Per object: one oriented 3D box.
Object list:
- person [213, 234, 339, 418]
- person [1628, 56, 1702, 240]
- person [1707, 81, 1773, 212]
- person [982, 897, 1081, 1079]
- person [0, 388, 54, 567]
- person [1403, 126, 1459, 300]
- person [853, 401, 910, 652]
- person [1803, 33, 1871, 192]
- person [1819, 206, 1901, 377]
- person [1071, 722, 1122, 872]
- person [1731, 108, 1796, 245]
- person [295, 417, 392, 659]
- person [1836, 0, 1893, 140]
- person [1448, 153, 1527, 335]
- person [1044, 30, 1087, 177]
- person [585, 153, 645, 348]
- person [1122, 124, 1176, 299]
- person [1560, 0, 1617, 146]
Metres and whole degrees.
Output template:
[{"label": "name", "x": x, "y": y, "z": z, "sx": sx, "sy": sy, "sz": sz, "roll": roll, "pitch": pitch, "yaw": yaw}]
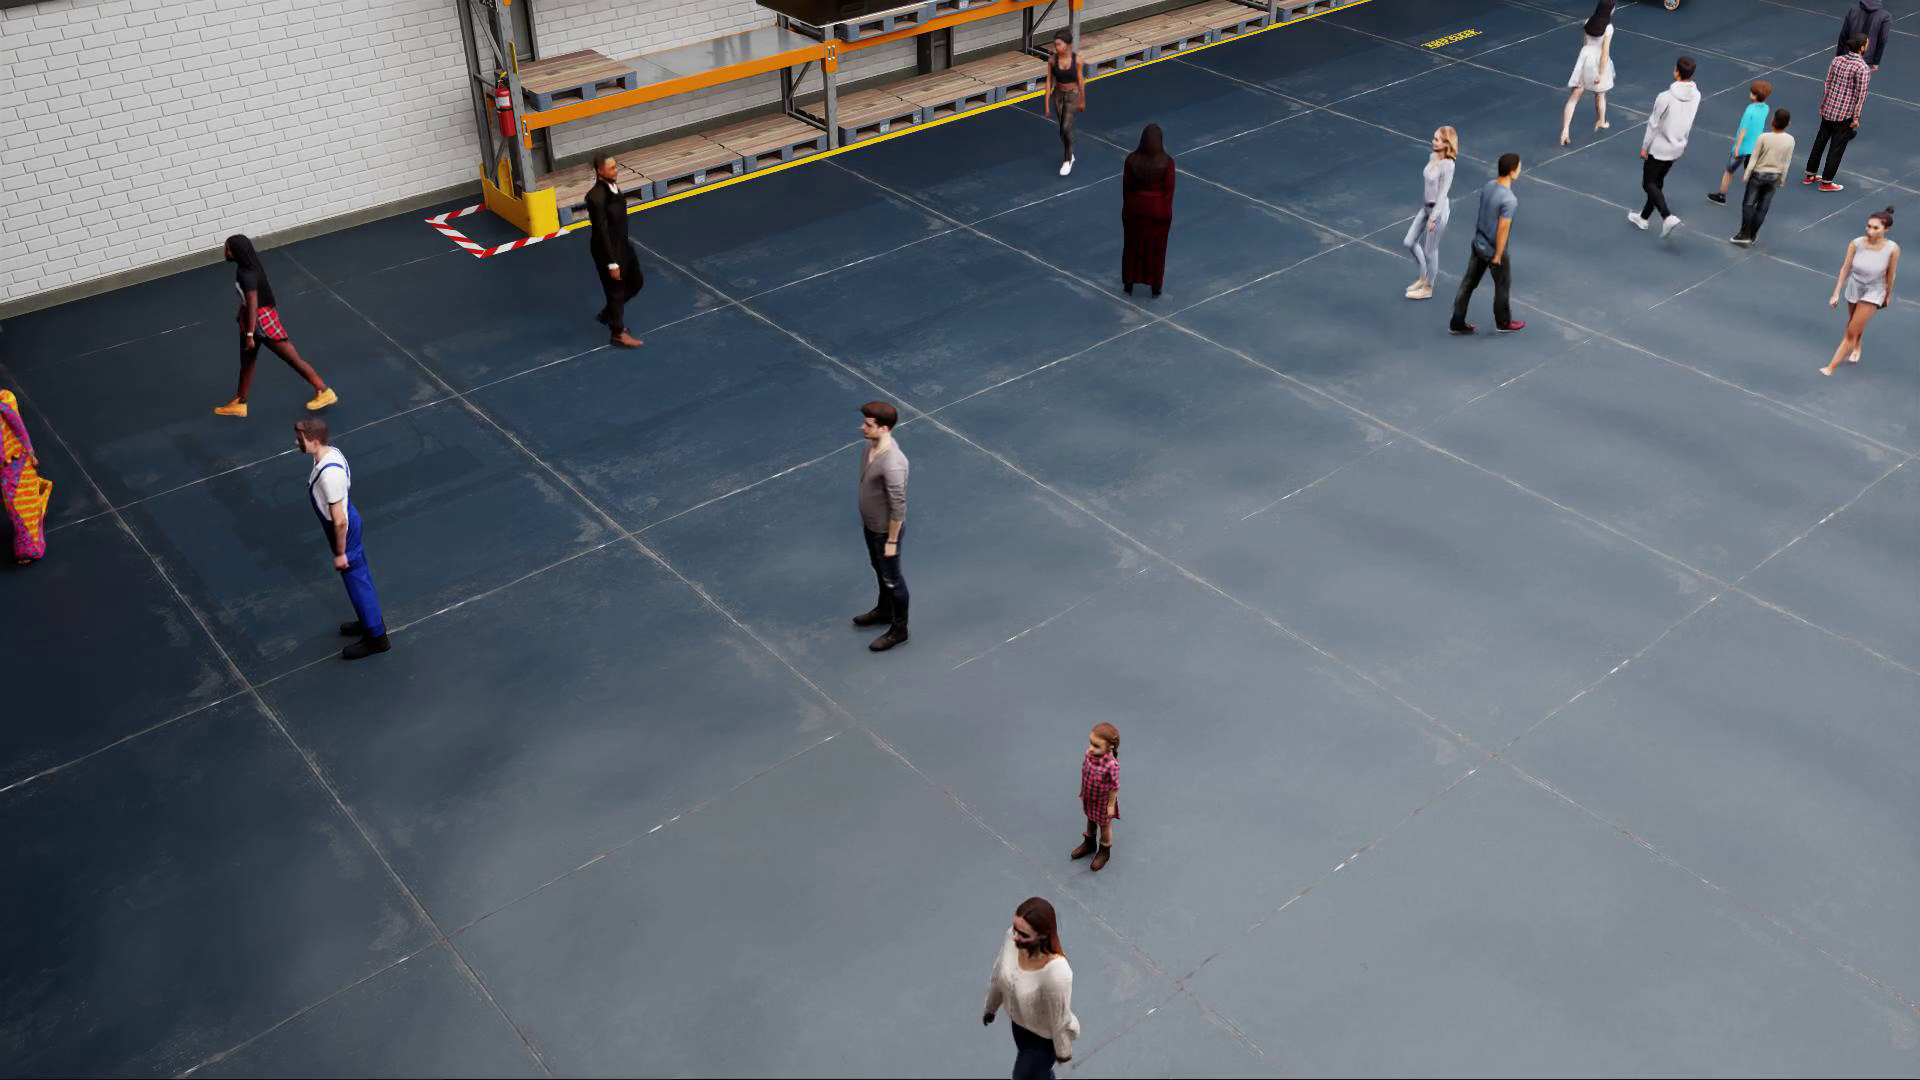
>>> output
[{"label": "person", "x": -5.864, "y": -1.801, "z": 14.261, "sx": 1.298, "sy": 1.664, "sz": 0.820, "roll": -15, "pitch": 36, "yaw": -21}, {"label": "person", "x": 7.480, "y": -4.092, "z": 17.488, "sx": 1.122, "sy": 1.907, "sz": 1.004, "roll": -10, "pitch": 35, "yaw": -14}, {"label": "person", "x": 8.688, "y": -4.309, "z": 18.237, "sx": 0.881, "sy": 1.437, "sz": 0.749, "roll": -14, "pitch": 36, "yaw": -20}, {"label": "person", "x": 0.431, "y": 2.314, "z": 8.055, "sx": 0.657, "sy": 1.679, "sz": 0.679, "roll": -17, "pitch": 37, "yaw": -24}, {"label": "person", "x": -7.222, "y": -0.675, "z": 12.577, "sx": 1.095, "sy": 1.652, "sz": 1.116, "roll": 0, "pitch": 34, "yaw": 0}, {"label": "person", "x": 4.698, "y": -3.174, "z": 16.217, "sx": 0.748, "sy": 1.785, "sz": 0.719, "roll": -3, "pitch": 34, "yaw": -5}, {"label": "person", "x": -0.518, "y": -0.118, "z": 11.509, "sx": 0.702, "sy": 1.905, "sz": 0.763, "roll": -12, "pitch": 35, "yaw": -17}, {"label": "person", "x": 9.912, "y": -4.826, "z": 18.724, "sx": 0.703, "sy": 1.761, "sz": 0.756, "roll": -14, "pitch": 36, "yaw": -20}, {"label": "person", "x": 8.221, "y": -2.251, "z": 15.022, "sx": 0.594, "sy": 1.570, "sz": 1.063, "roll": 27, "pitch": 42, "yaw": 34}, {"label": "person", "x": 0.832, "y": 1.501, "z": 9.872, "sx": 0.449, "sy": 1.022, "sz": 0.433, "roll": -28, "pitch": 43, "yaw": -35}, {"label": "person", "x": 8.447, "y": -3.787, "z": 17.434, "sx": 0.682, "sy": 1.458, "sz": 0.737, "roll": 8, "pitch": 34, "yaw": 12}, {"label": "person", "x": -4.243, "y": -0.042, "z": 11.445, "sx": 0.696, "sy": 1.851, "sz": 0.709, "roll": -10, "pitch": 35, "yaw": -14}, {"label": "person", "x": 10.807, "y": -5.778, "z": 20.039, "sx": 0.703, "sy": 1.889, "sz": 0.615, "roll": 26, "pitch": 42, "yaw": 33}, {"label": "person", "x": 4.879, "y": -2.734, "z": 15.553, "sx": 1.072, "sy": 1.786, "sz": 0.902, "roll": -10, "pitch": 35, "yaw": -15}, {"label": "person", "x": 1.262, "y": -5.078, "z": 19.191, "sx": 0.809, "sy": 1.664, "sz": 0.939, "roll": 8, "pitch": 34, "yaw": 11}, {"label": "person", "x": -3.288, "y": -2.658, "z": 15.347, "sx": 0.933, "sy": 1.888, "sz": 0.867, "roll": 8, "pitch": 34, "yaw": 11}, {"label": "person", "x": 1.837, "y": -3.220, "z": 16.315, "sx": 0.762, "sy": 1.753, "sz": 0.801, "roll": 6, "pitch": 34, "yaw": 10}, {"label": "person", "x": 7.459, "y": -5.562, "z": 19.860, "sx": 1.130, "sy": 1.729, "sz": 0.675, "roll": -22, "pitch": 40, "yaw": -30}]
